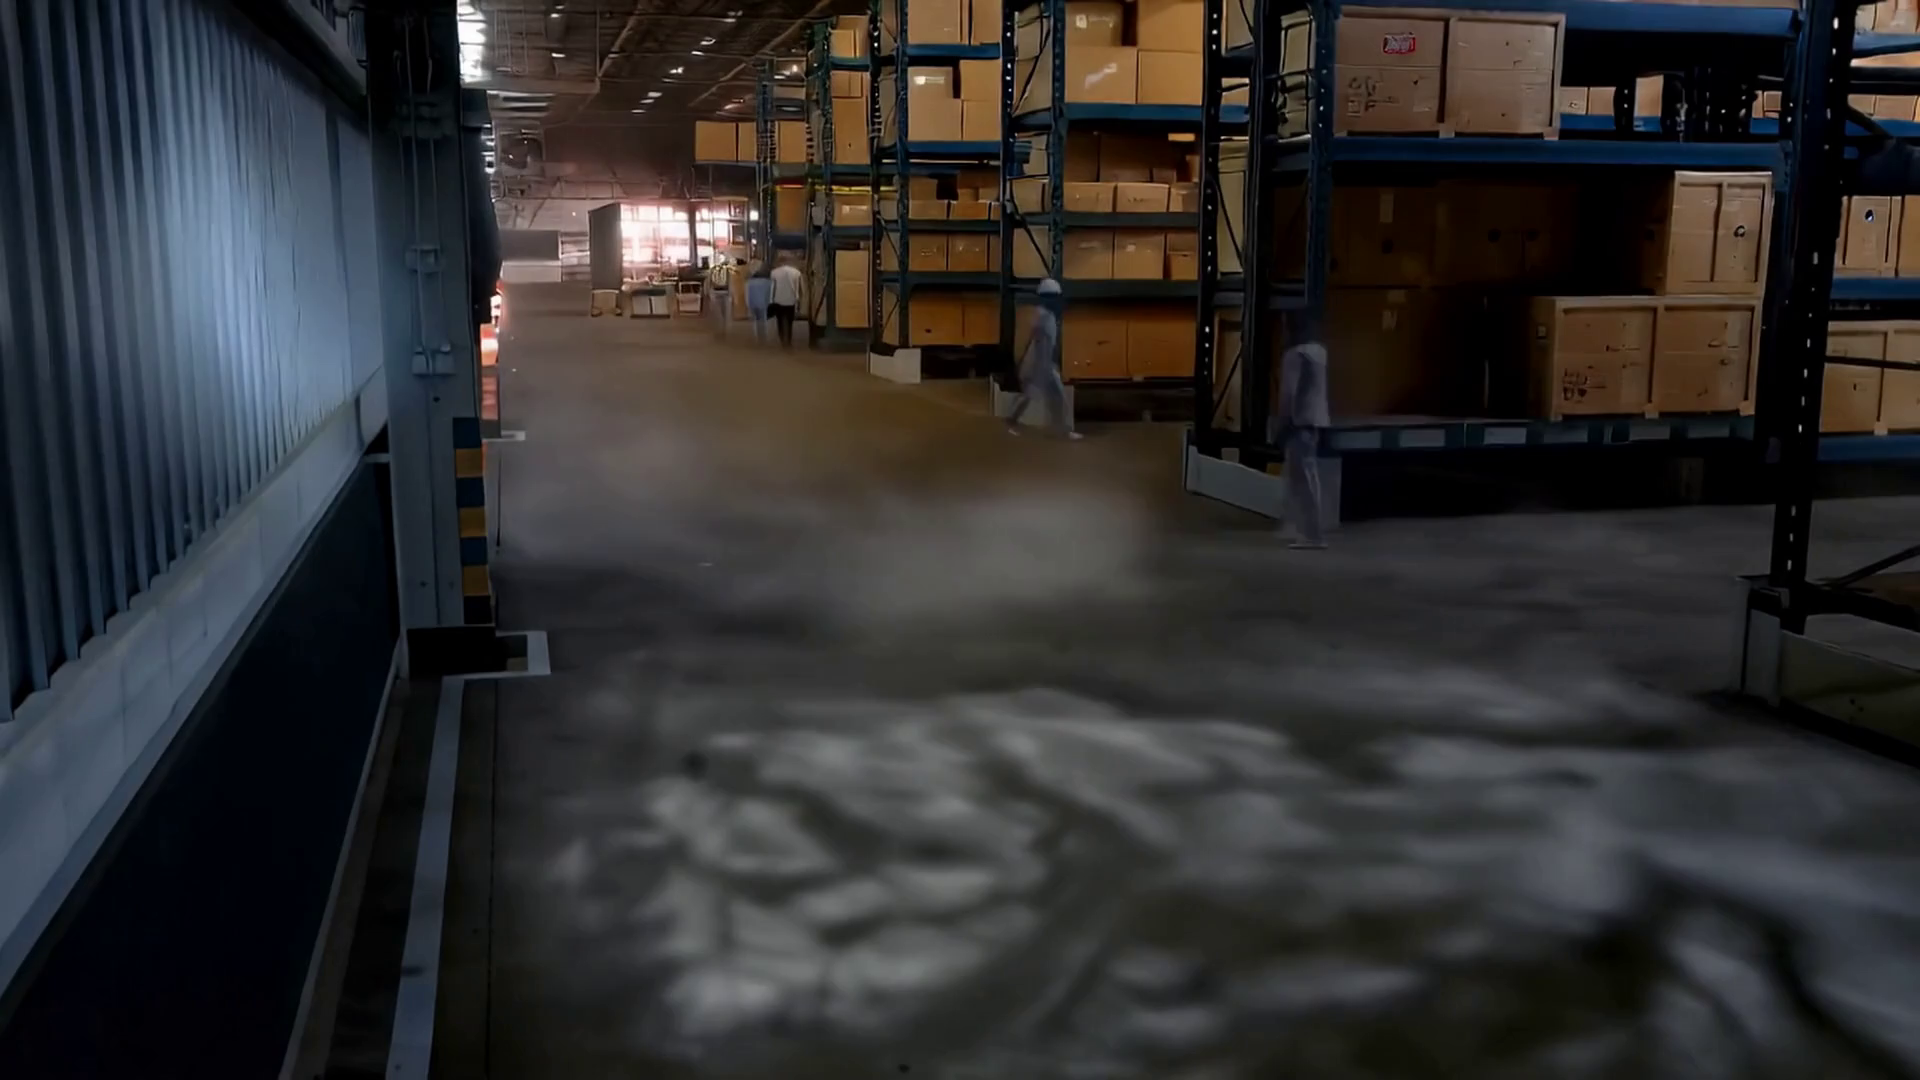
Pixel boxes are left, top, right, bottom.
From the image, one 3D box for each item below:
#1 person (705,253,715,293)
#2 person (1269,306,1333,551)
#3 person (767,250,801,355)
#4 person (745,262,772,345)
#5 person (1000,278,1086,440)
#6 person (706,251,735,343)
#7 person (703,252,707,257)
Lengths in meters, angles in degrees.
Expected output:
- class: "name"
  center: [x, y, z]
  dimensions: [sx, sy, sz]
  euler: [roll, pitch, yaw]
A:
- class: "person"
  center: [-8.340, -8.698, 55.667]
  dimensions: [0.431, 1.801, 0.631]
  euler: [-3, 10, -17]
- class: "person"
  center: [2.292, -0.749, 11.159]
  dimensions: [0.490, 1.613, 0.637]
  euler: [8, 13, 39]
- class: "person"
  center: [-3.305, -4.468, 31.294]
  dimensions: [0.624, 1.962, 0.963]
  euler: [-3, 10, -14]
- class: "person"
  center: [-4.155, -4.878, 34.323]
  dimensions: [0.565, 1.713, 0.878]
  euler: [-1, 10, -6]
- class: "person"
  center: [0.840, -1.895, 17.462]
  dimensions: [0.904, 1.697, 0.498]
  euler: [4, 11, 23]
- class: "person"
  center: [-5.029, -5.071, 34.820]
  dimensions: [0.634, 1.911, 0.805]
  euler: [0, 10, 0]
- class: "person"
  center: [-9.750, -10.085, 63.477]
  dimensions: [0.564, 1.828, 0.563]
  euler: [-3, 11, -18]
